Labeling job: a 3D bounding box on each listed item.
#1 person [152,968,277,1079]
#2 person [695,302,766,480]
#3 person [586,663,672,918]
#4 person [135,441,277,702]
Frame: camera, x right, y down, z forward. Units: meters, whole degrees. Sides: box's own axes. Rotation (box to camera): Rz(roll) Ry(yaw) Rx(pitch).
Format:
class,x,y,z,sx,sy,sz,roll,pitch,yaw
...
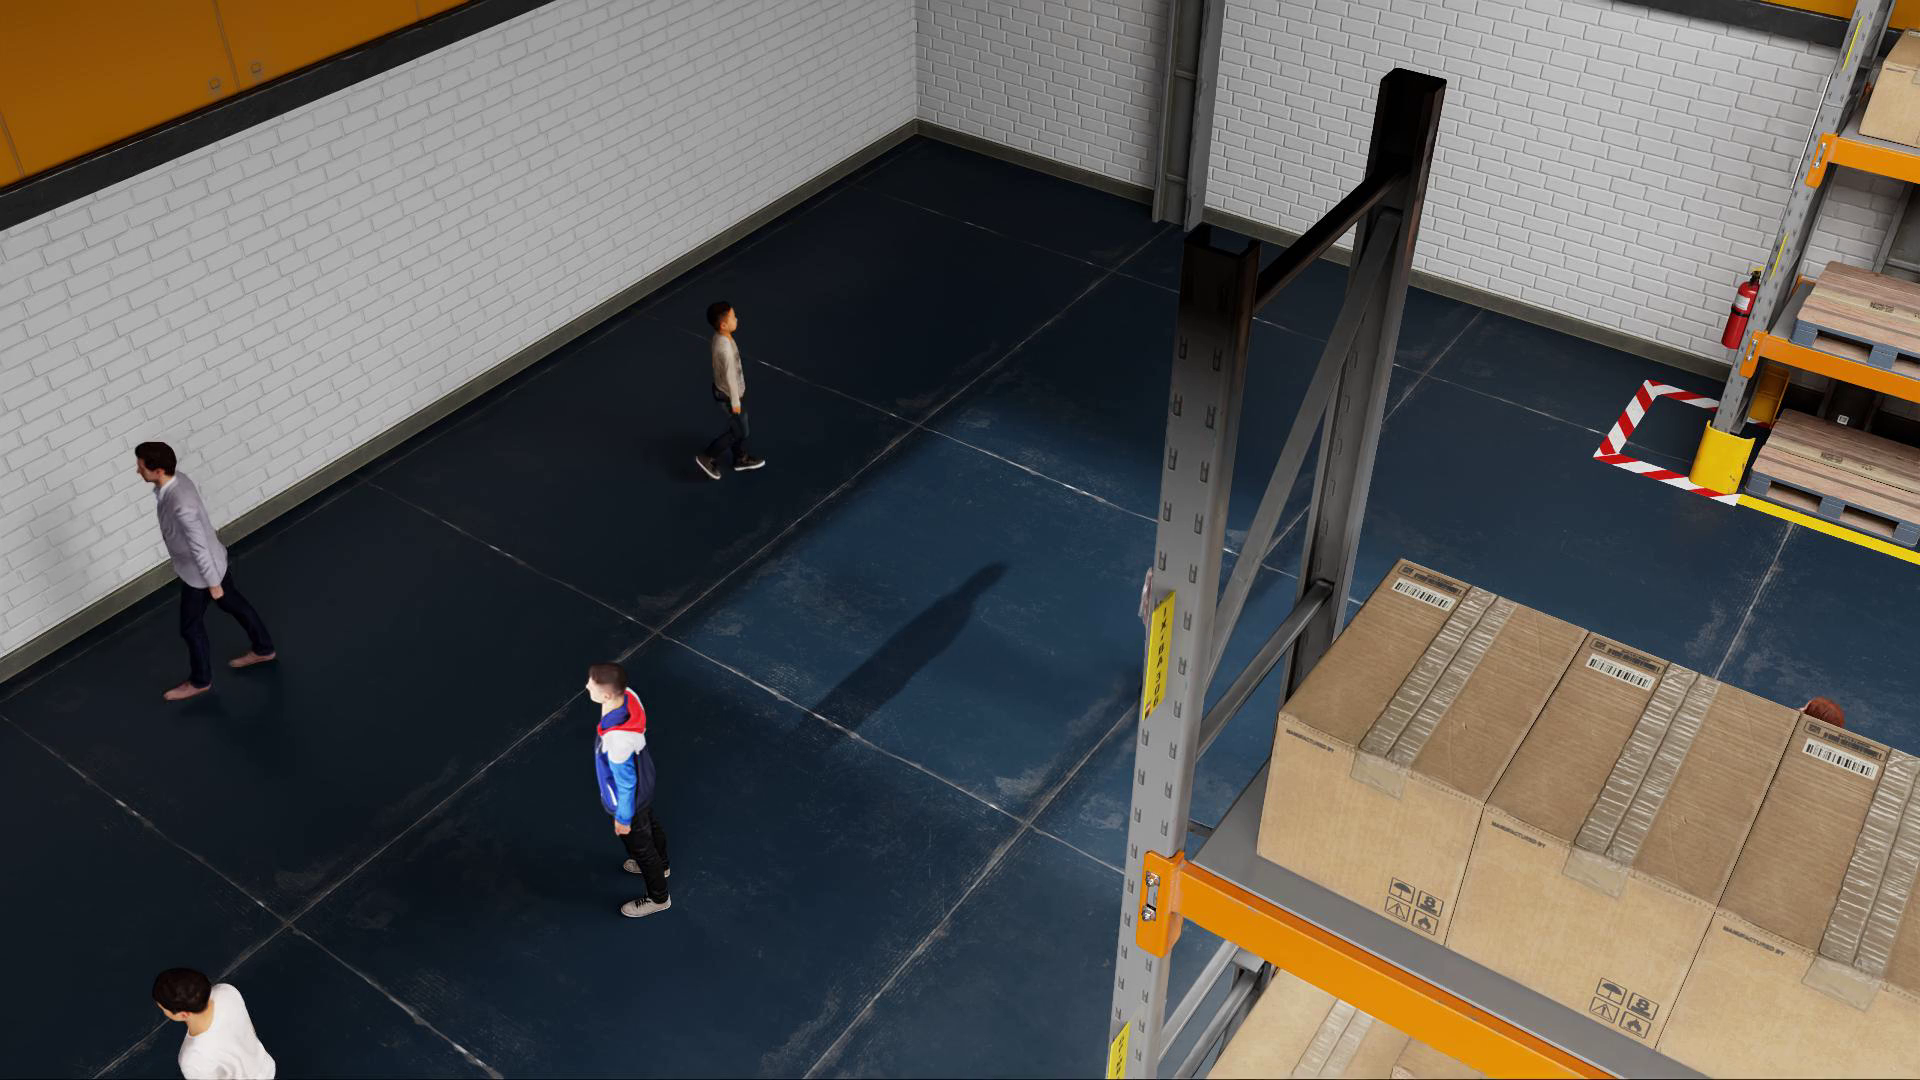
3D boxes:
class,x,y,z,sx,sy,sz,roll,pitch,yaw
person,-3.239,2.477,7.557,0.869,1.715,0.827,0,39,0
person,-1.756,-1.069,12.207,0.846,1.455,0.796,-8,39,-10
person,-1.779,1.328,8.964,0.746,1.757,0.711,-3,39,-3
person,-4.655,0.135,10.402,1.017,1.826,1.023,-17,42,-21
